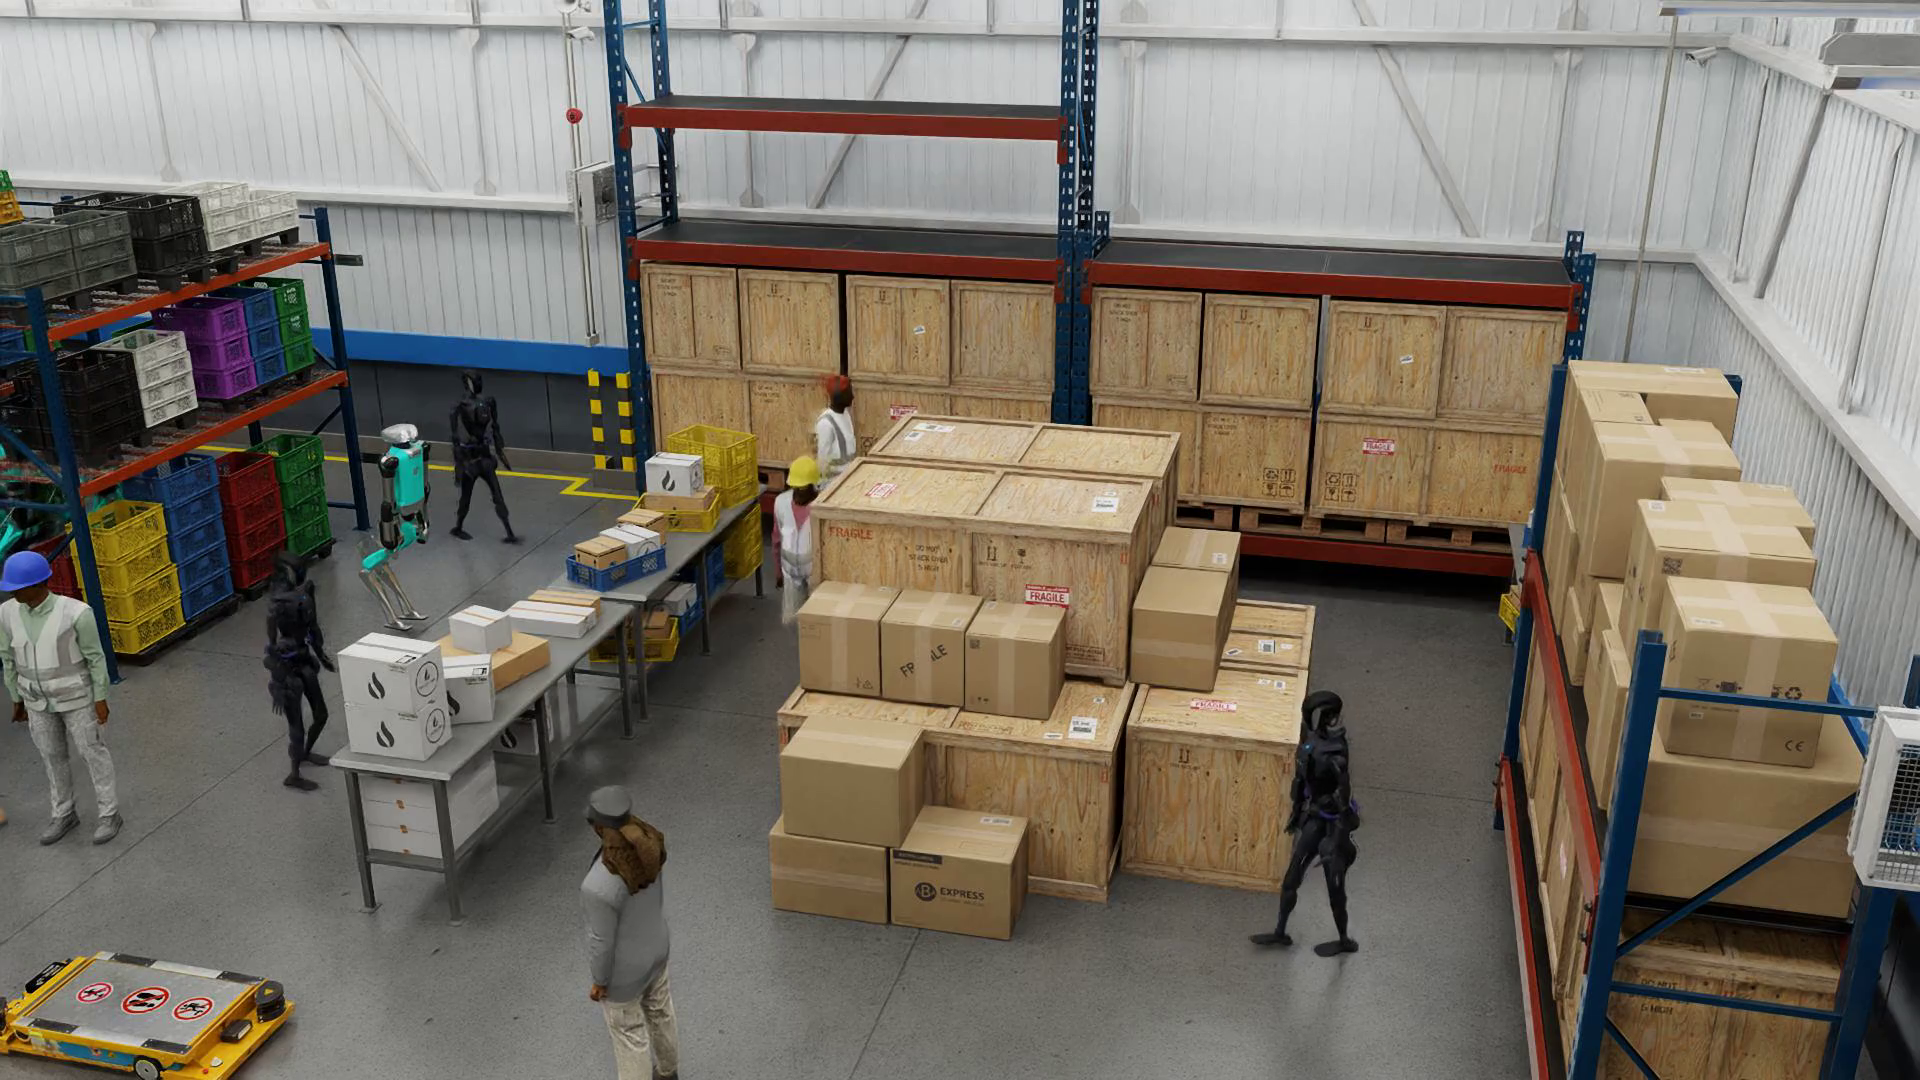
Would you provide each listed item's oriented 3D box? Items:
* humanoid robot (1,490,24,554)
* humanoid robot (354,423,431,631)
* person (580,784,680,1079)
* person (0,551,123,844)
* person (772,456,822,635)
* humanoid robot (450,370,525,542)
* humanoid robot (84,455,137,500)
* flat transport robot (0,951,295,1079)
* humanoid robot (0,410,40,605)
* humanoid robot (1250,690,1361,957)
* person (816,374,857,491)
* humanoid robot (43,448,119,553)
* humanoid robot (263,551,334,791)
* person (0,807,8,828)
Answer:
[{"bbox_3d":[-8.106,-0.315,13.926,0.607,1.645,0.610,5,21,13],"label":"humanoid robot"},{"bbox_3d":[-4.533,-0.121,13.168,0.745,1.689,0.531,7,22,18],"label":"humanoid robot"},{"bbox_3d":[-1.558,1.955,7.835,0.405,1.762,0.567,8,22,20],"label":"person"},{"bbox_3d":[-5.519,0.962,10.184,0.609,1.941,0.398,1,21,2],"label":"person"},{"bbox_3d":[-1.094,0.215,12.315,0.600,1.813,0.525,7,22,19],"label":"person"},{"bbox_3d":[-4.368,-0.747,15.091,0.791,1.621,0.591,12,24,29],"label":"humanoid robot"},{"bbox_3d":[-7.559,-0.681,14.740,0.688,1.767,0.533,-10,23,-25],"label":"humanoid robot"},{"bbox_3d":[-4.270,2.464,8.601,1.431,0.231,0.659,5,22,13],"label":"flat transport robot"},{"bbox_3d":[-7.765,-0.125,13.349,0.542,1.779,0.869,8,22,19],"label":"humanoid robot"},{"bbox_3d":[1.945,1.561,9.005,0.586,1.640,0.602,-5,22,-14],"label":"humanoid robot"},{"bbox_3d":[-1.002,-0.521,14.216,0.888,1.841,0.594,4,21,12],"label":"person"},{"bbox_3d":[-7.504,-0.415,14.112,0.540,1.830,0.671,10,23,24],"label":"humanoid robot"},{"bbox_3d":[-4.365,0.827,10.916,0.394,1.635,0.610,2,21,6],"label":"humanoid robot"},{"bbox_3d":[-6.279,0.913,10.176,0.613,2.040,0.389,6,22,15],"label":"person"}]
